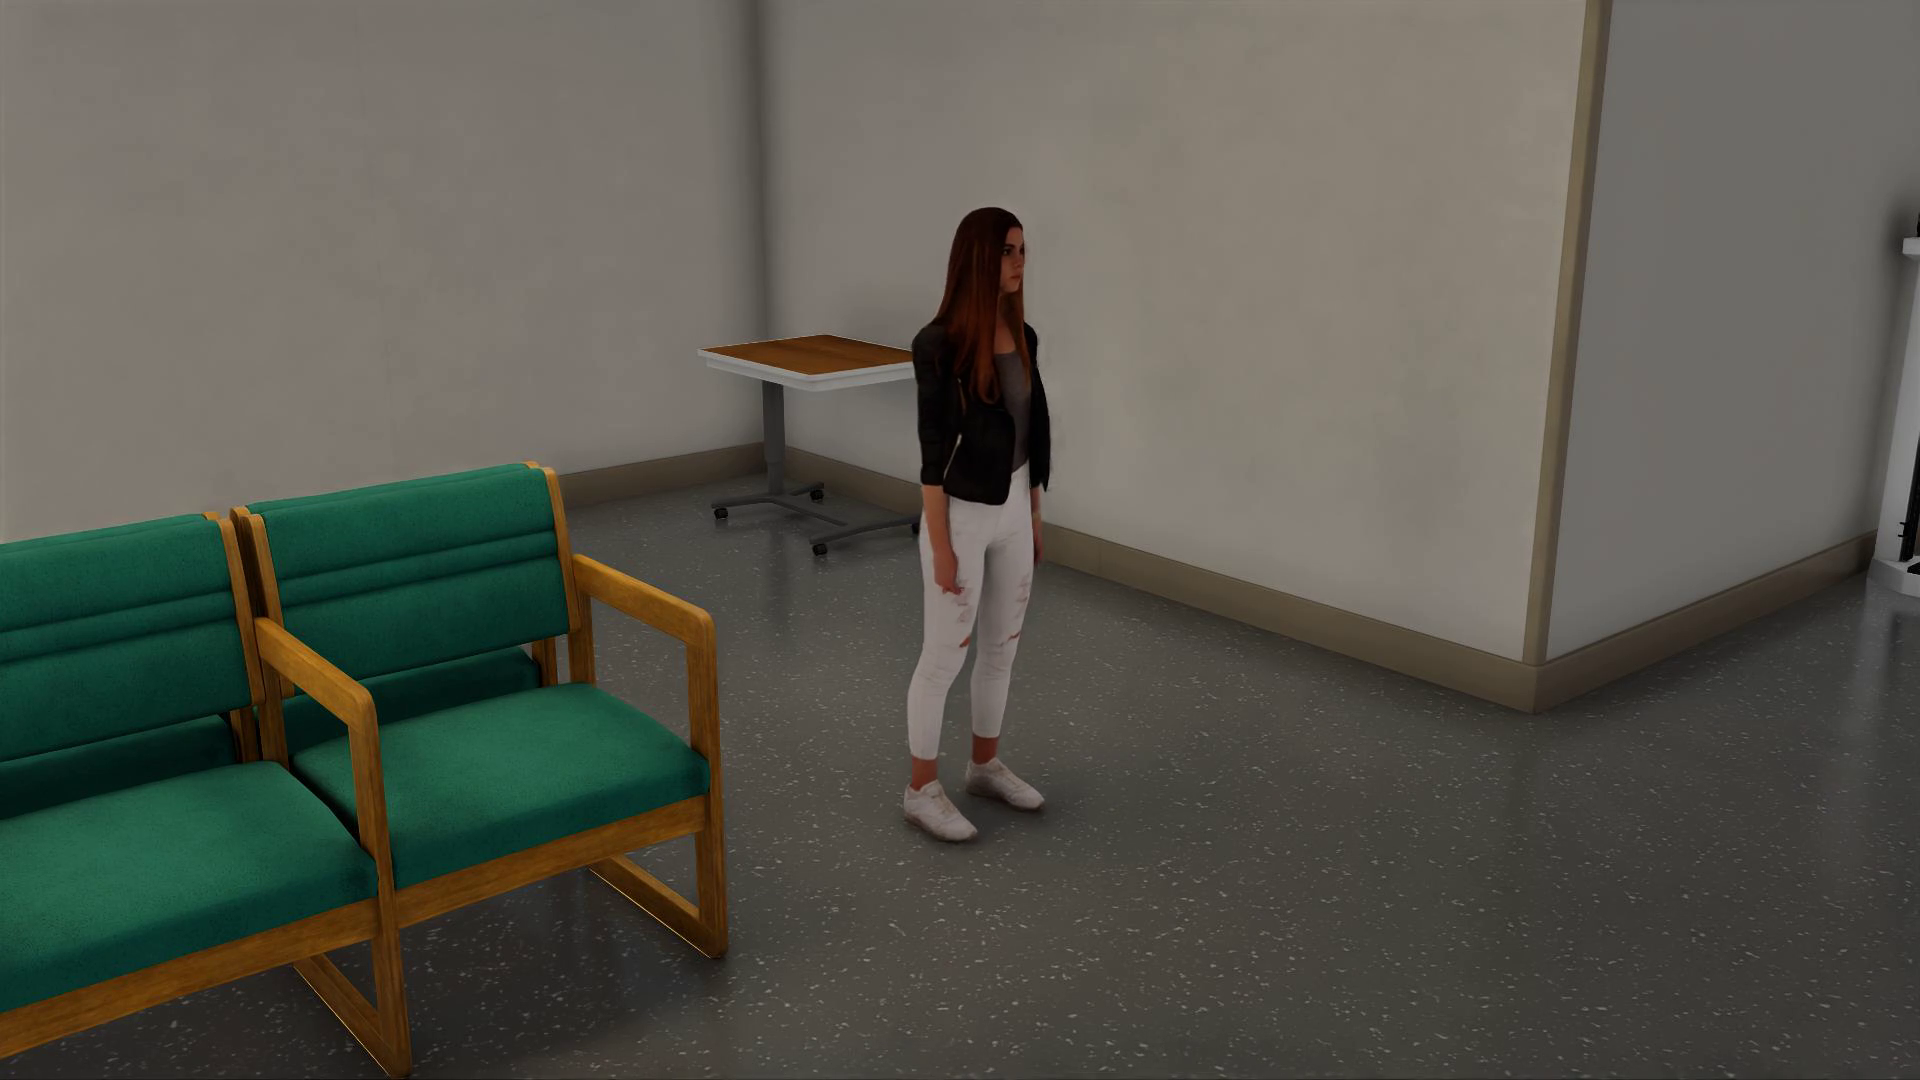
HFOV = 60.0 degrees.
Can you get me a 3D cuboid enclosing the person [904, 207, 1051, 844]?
[{"bbox_3d":[0.046,-0.040,4.507,0.585,1.696,0.544,-14,21,-41],"label":"person"}]
